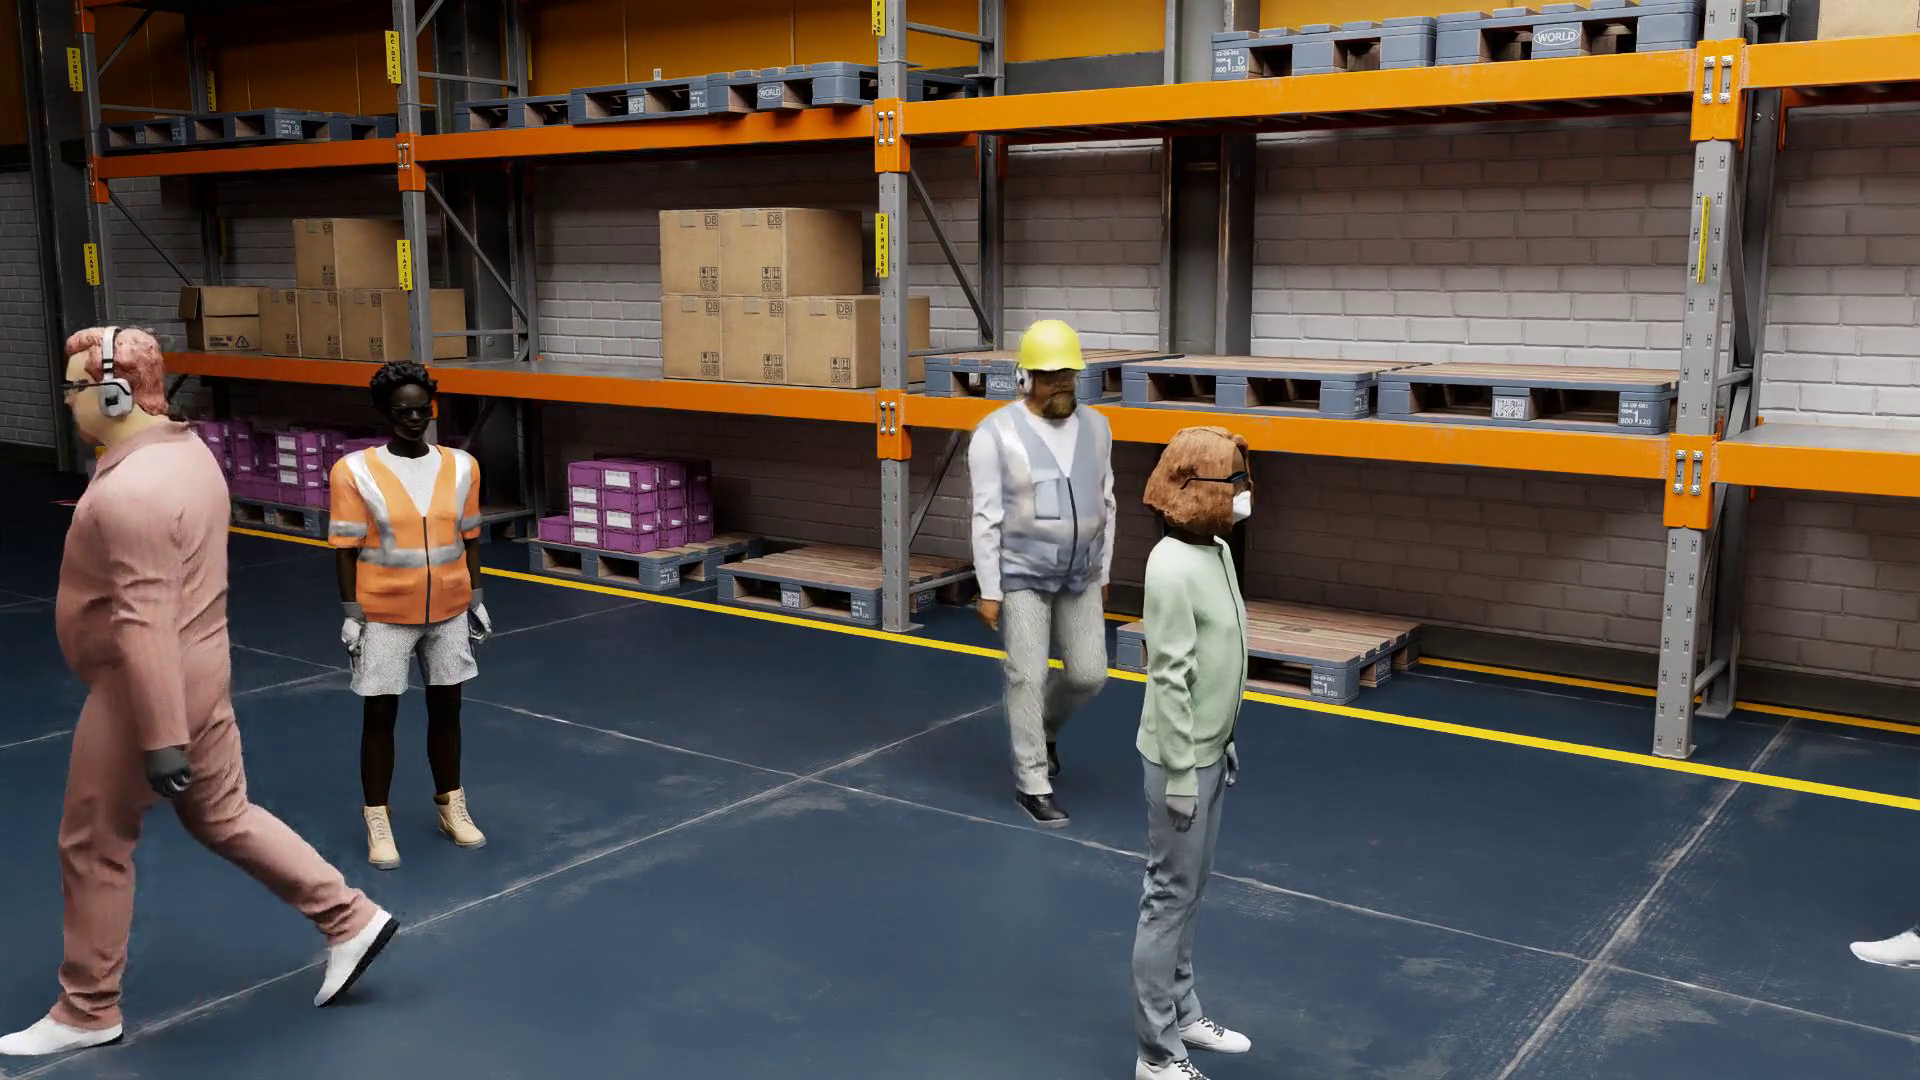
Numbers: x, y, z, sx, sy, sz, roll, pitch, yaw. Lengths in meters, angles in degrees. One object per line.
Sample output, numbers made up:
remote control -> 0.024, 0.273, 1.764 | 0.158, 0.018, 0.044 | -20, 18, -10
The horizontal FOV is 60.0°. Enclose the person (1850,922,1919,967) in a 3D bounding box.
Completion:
person -> 3.081, 0.341, 4.500 | 0.952, 1.885, 0.598 | 2, 10, 14

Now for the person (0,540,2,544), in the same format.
person -> -7.030, -0.886, 11.622 | 0.357, 1.938, 0.542 | 4, 10, 21

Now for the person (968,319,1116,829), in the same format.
person -> 0.293, 0.110, 6.045 | 0.594, 1.822, 0.508 | -5, 11, -25

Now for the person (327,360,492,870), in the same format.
person -> -1.842, 0.243, 5.613 | 0.530, 1.697, 0.321 | -8, 12, -38

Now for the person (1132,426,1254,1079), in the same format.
person -> 0.576, 0.535, 4.064 | 0.286, 1.633, 0.499 | 3, 10, 20

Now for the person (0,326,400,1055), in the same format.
person -> -2.004, 0.382, 4.291 | 0.929, 1.876, 0.641 | -1, 10, -8
